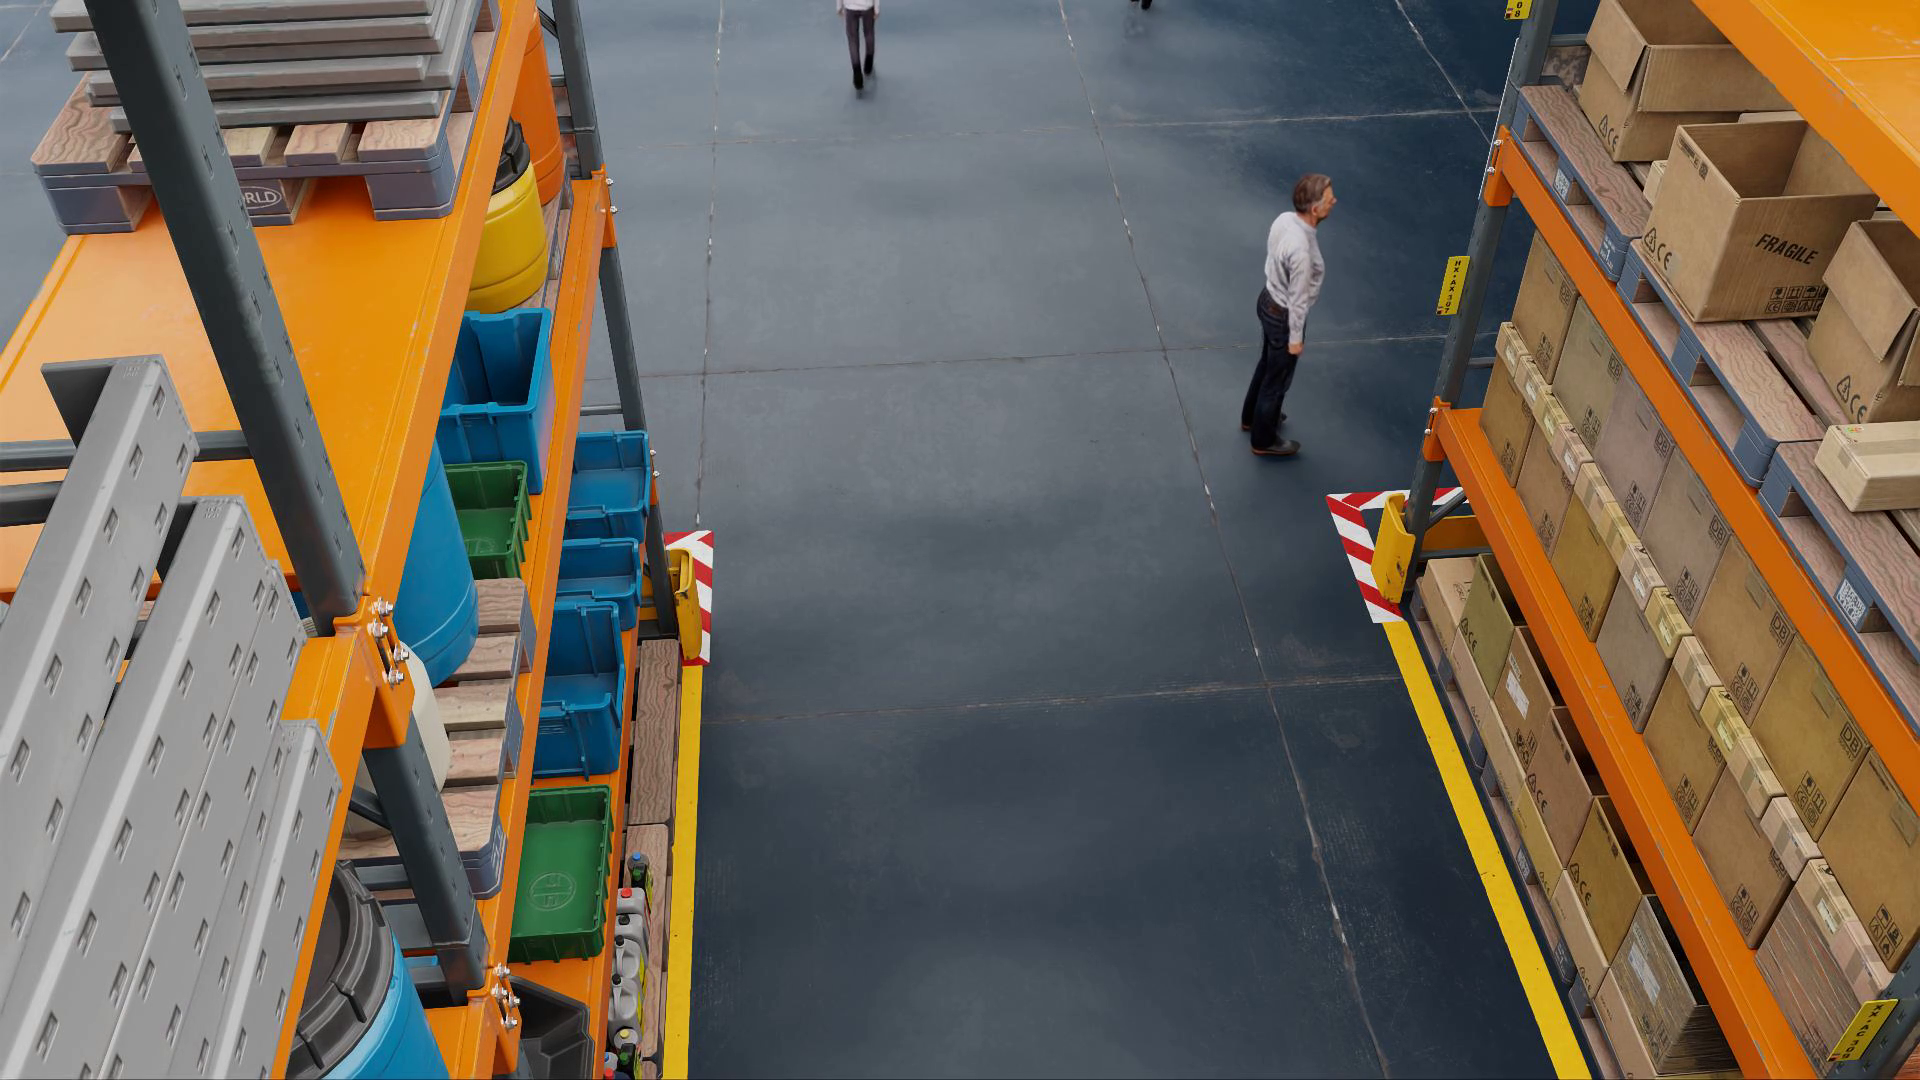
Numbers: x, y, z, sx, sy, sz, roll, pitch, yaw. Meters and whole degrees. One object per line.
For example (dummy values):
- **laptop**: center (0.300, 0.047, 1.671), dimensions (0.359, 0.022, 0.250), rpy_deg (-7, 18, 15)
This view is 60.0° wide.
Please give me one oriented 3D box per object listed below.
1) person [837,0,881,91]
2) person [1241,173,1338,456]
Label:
- **person**: center (-0.808, -4.197, 13.201), dimensions (0.501, 1.271, 0.803), rpy_deg (-4, 42, -4)
- **person**: center (1.876, -1.311, 9.619), dimensions (0.716, 1.815, 0.493), rpy_deg (-2, 42, -3)
